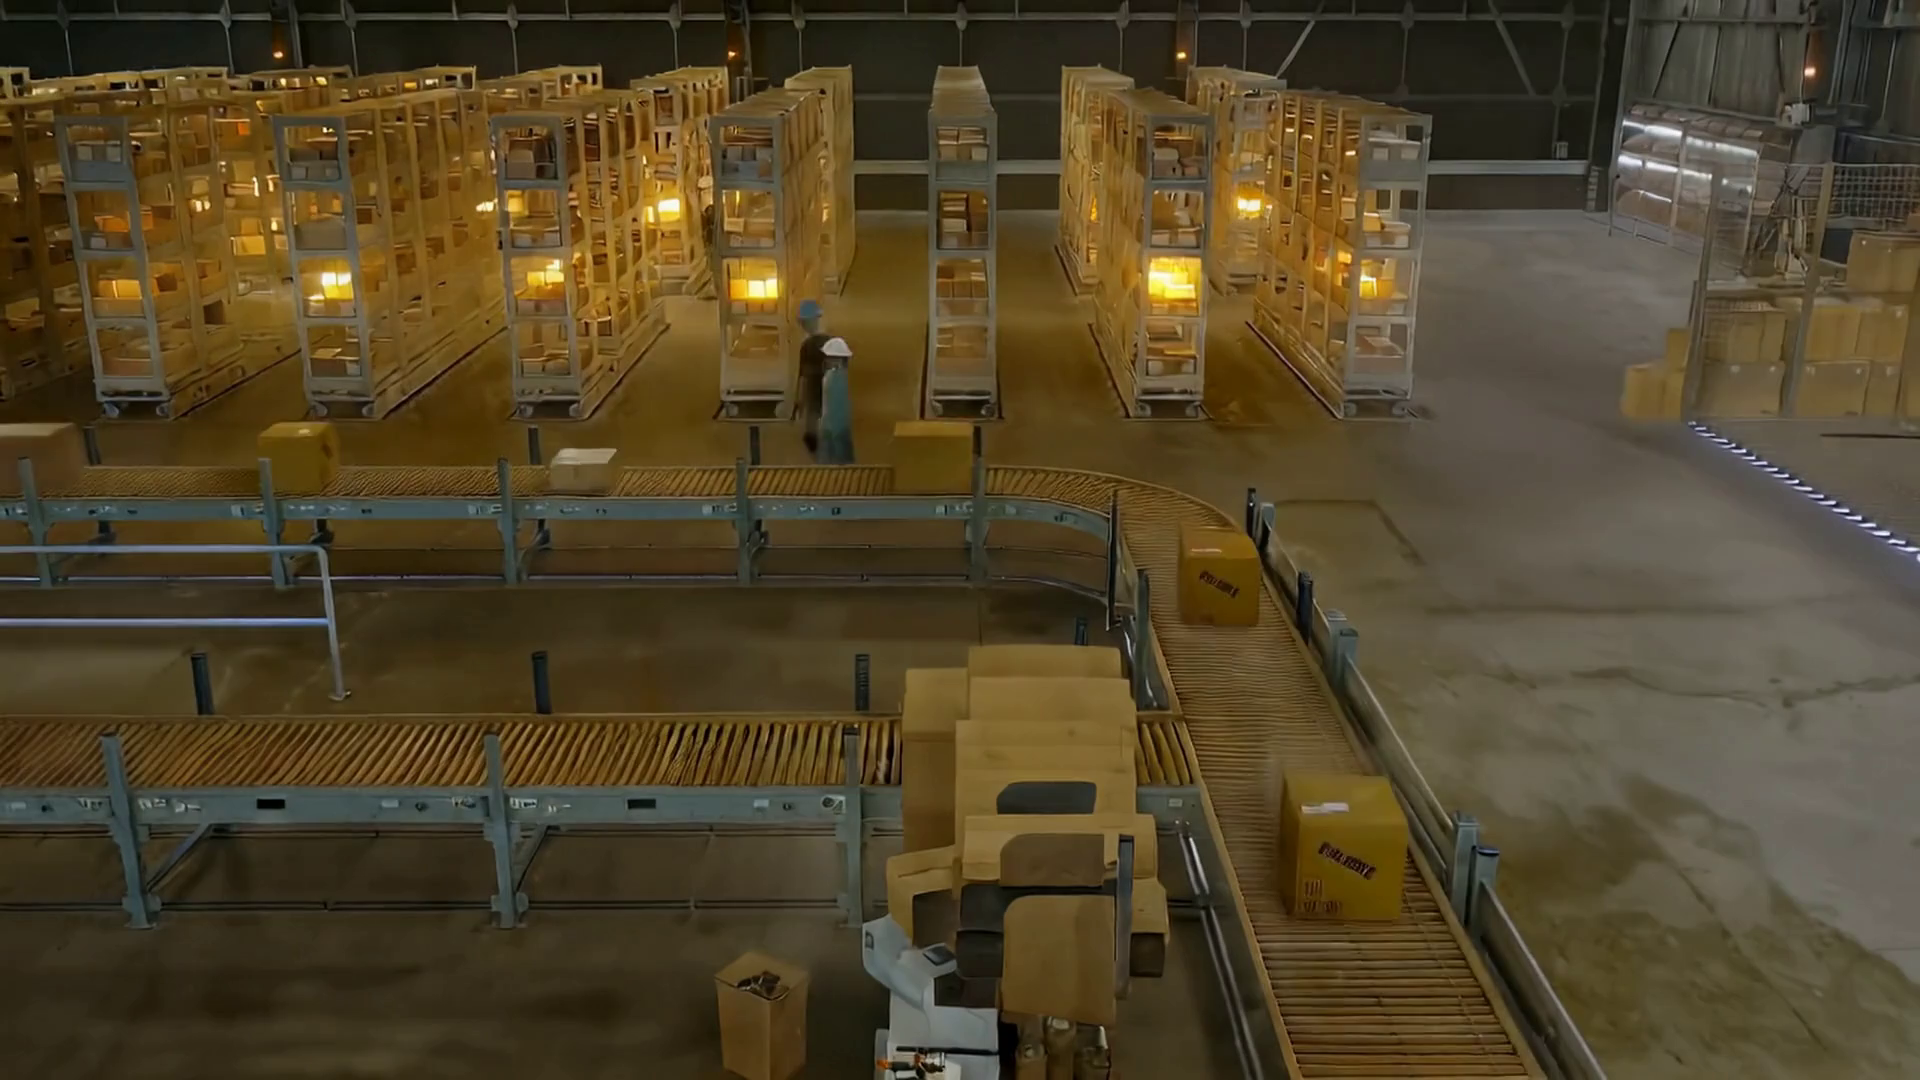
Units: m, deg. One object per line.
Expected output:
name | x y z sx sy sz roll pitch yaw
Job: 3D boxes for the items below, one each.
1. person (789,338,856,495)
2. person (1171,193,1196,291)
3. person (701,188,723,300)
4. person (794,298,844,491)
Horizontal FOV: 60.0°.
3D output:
person | -1.293 -1.119 16.267 0.794 1.743 0.537 4 18 13
person | 3.438 -4.567 26.584 1.045 1.941 0.629 1 18 2
person | -4.156 -4.972 27.962 0.388 1.848 0.564 3 18 10
person | -1.365 -1.425 16.778 0.705 2.017 0.640 9 20 25
